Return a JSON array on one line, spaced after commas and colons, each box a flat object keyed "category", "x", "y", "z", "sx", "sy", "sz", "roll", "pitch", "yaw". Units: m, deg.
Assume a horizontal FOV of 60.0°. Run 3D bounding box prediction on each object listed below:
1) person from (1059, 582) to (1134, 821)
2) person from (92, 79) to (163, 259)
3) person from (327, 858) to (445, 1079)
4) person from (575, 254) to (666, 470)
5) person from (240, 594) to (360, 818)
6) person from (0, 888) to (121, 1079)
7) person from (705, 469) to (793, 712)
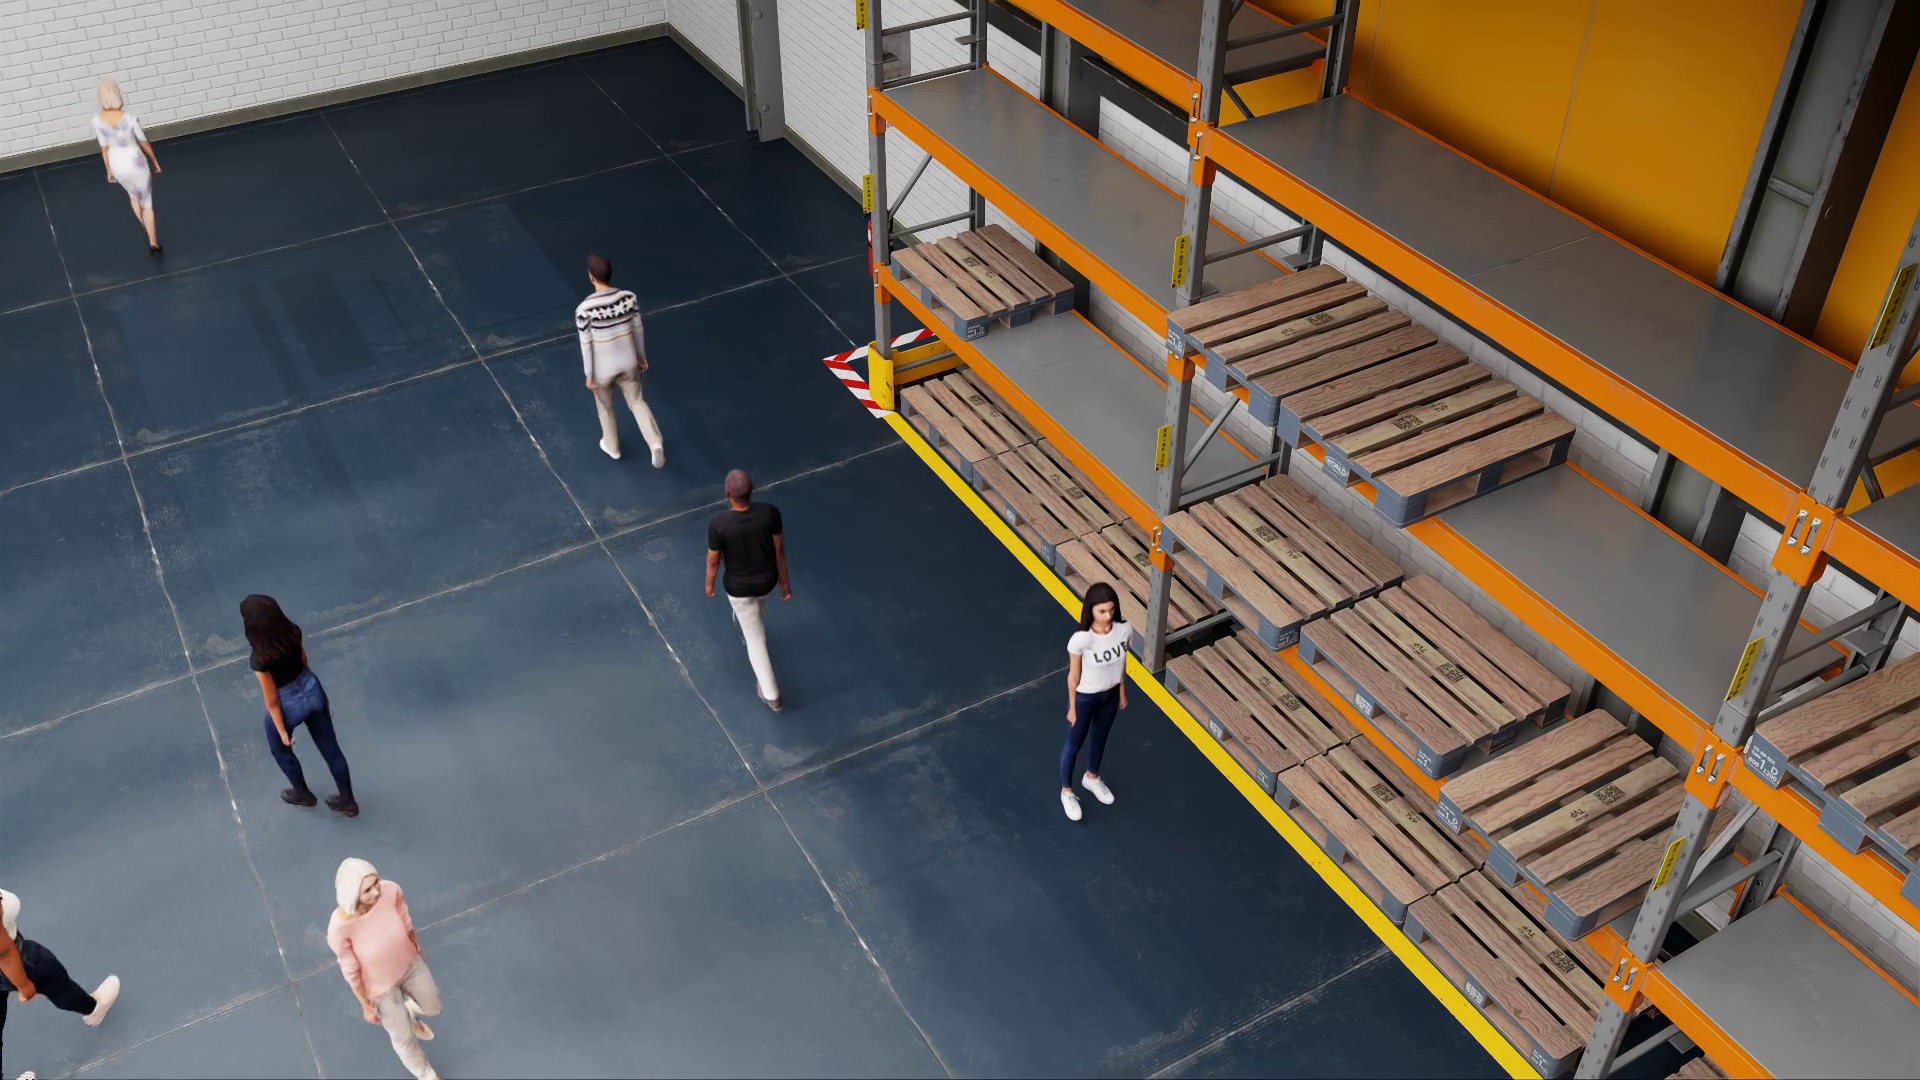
[{"category": "person", "x": 0.813, "y": 0.965, "z": 10.199, "sx": 0.581, "sy": 1.775, "sz": 0.506, "roll": -19, "pitch": 42, "yaw": -22}, {"category": "person", "x": -7.894, "y": -3.484, "z": 15.804, "sx": 0.750, "sy": 1.732, "sz": 0.861, "roll": -5, "pitch": 39, "yaw": -7}, {"category": "person", "x": -3.013, "y": 2.235, "z": 8.656, "sx": 0.888, "sy": 1.716, "sz": 0.784, "roll": 23, "pitch": 44, "yaw": 26}, {"category": "person", "x": -2.667, "y": -1.340, "z": 13.037, "sx": 0.739, "sy": 1.834, "sz": 0.999, "roll": -24, "pitch": 45, "yaw": -27}, {"category": "person", "x": -3.959, "y": 1.059, "z": 10.127, "sx": 0.868, "sy": 1.717, "sz": 0.770, "roll": 20, "pitch": 43, "yaw": 23}, {"category": "person", "x": -5.028, "y": 2.279, "z": 8.562, "sx": 1.136, "sy": 1.764, "sz": 1.199, "roll": 9, "pitch": 40, "yaw": 11}, {"category": "person", "x": -1.352, "y": 0.371, "z": 10.964, "sx": 0.705, "sy": 1.747, "sz": 1.194, "roll": -18, "pitch": 42, "yaw": -21}]
